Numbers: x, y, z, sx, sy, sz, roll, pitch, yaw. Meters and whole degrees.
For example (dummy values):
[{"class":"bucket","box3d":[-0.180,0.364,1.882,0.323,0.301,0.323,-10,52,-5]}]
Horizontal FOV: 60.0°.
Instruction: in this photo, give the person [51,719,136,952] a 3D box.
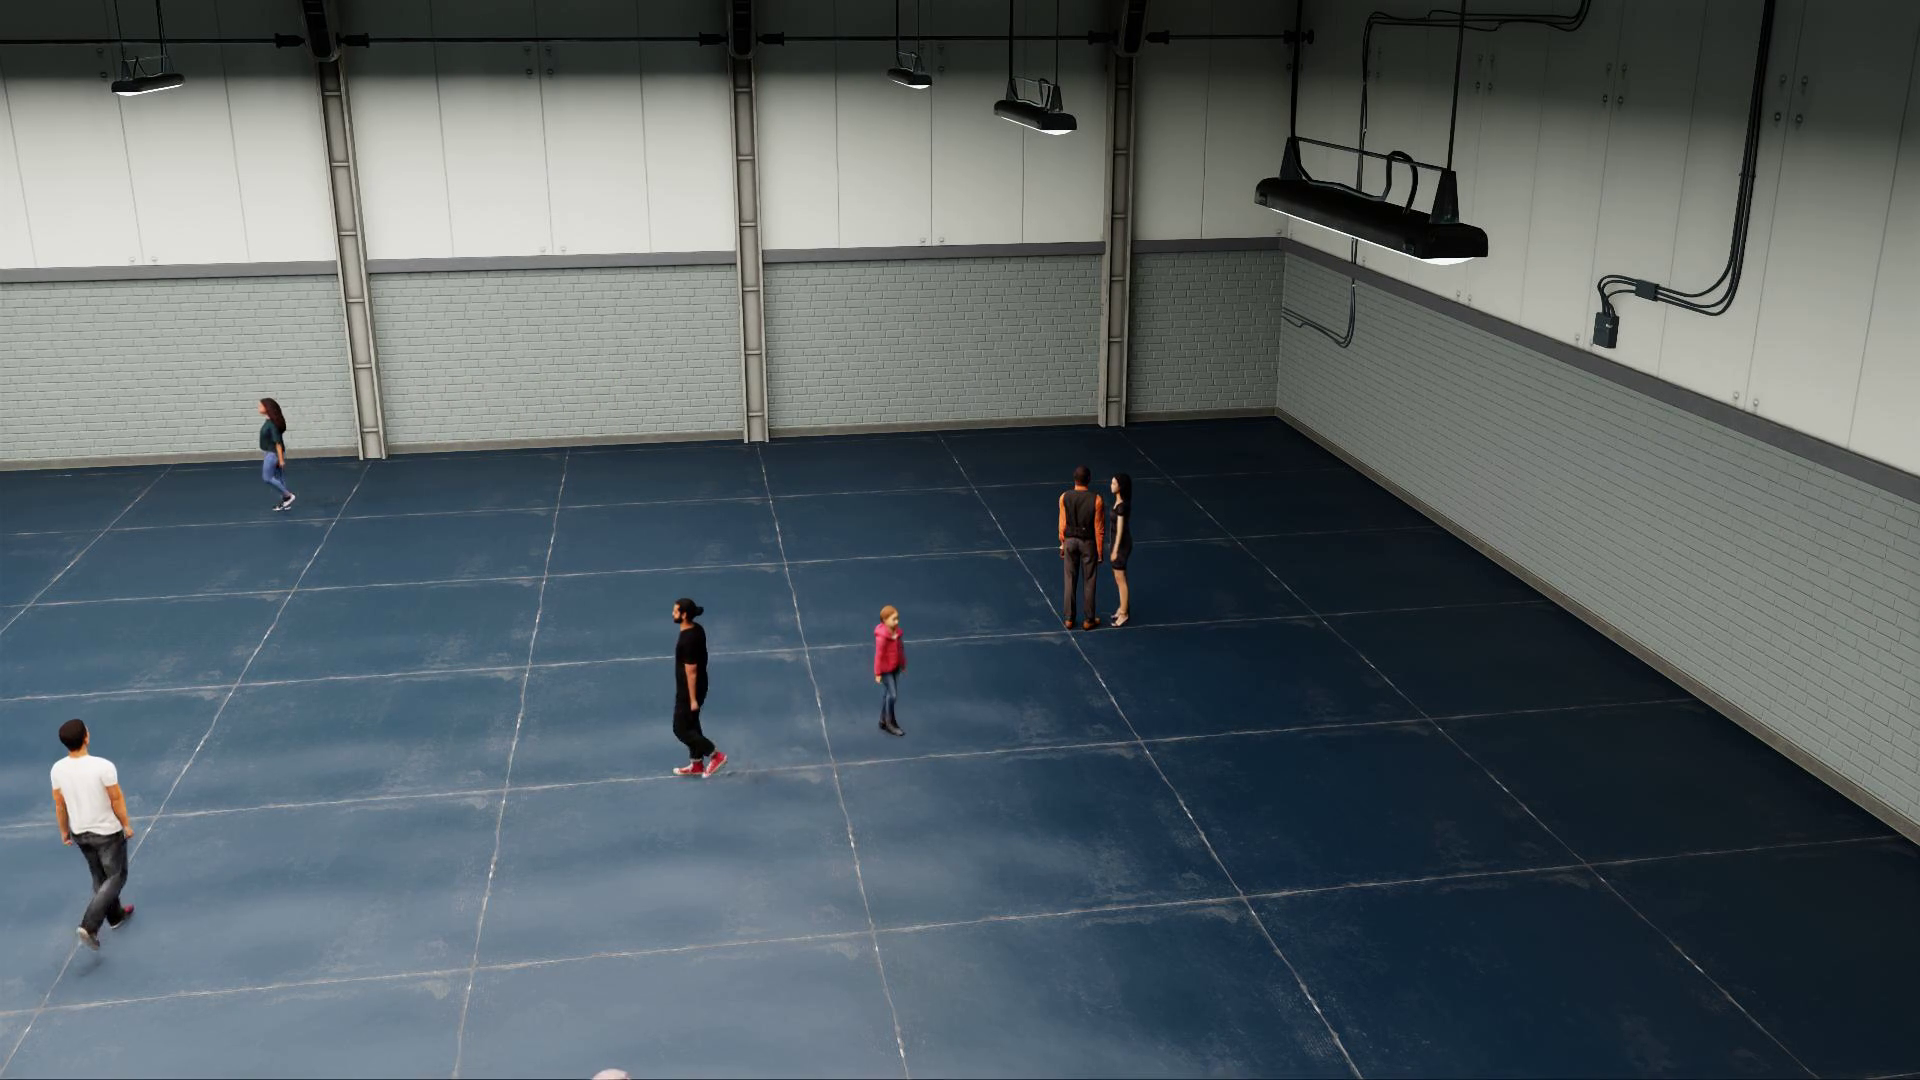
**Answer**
[{"class":"person","box3d":[-6.527,2.222,12.488,1.040,1.787,0.878,1,18,2]}]

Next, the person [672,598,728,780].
[{"class":"person","box3d":[-2.374,1.365,15.187,0.803,1.744,0.699,0,18,0]}]

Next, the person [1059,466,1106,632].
[{"class":"person","box3d":[1.372,0.081,18.868,0.718,1.908,0.845,6,19,17]}]

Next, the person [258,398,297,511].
[{"class":"person","box3d":[-9.514,-1.198,23.286,0.683,1.605,0.655,-8,20,-24]}]

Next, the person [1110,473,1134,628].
[{"class":"person","box3d":[1.848,0.099,19.002,0.546,1.790,0.610,0,18,0]}]

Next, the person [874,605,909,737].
[{"class":"person","box3d":[-0.743,1.250,16.245,0.724,1.310,0.665,12,21,32]}]
